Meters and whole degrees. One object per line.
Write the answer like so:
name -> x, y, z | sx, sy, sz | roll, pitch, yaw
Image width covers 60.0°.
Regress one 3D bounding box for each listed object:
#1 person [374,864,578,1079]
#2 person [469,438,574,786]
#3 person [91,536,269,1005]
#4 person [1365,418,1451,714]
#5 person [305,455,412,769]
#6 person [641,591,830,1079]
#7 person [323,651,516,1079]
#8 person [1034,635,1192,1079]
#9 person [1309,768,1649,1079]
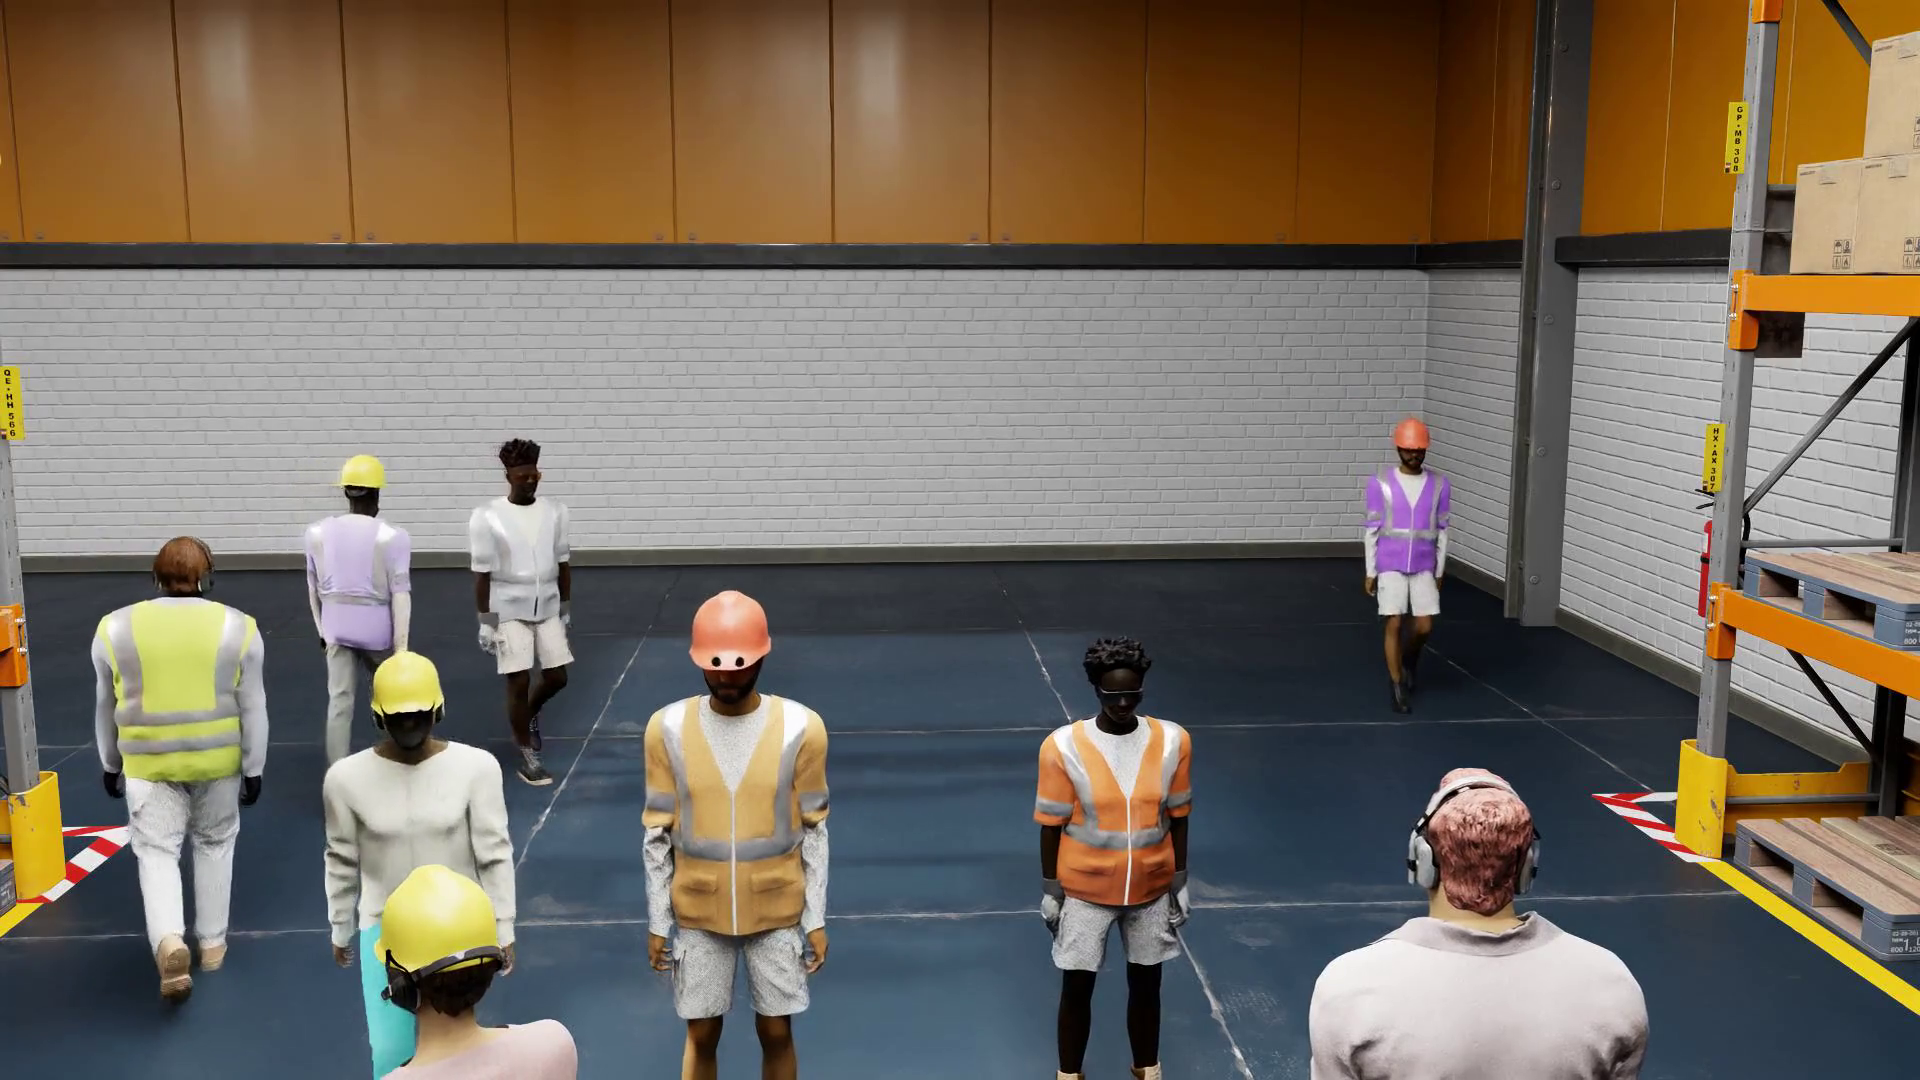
person -> -0.936, 1.467, 3.108 | 0.313, 1.768, 0.528 | 7, 12, 39
person -> -2.466, 0.383, 9.348 | 0.613, 1.944, 0.572 | -7, 12, -39
person -> -3.054, 0.896, 6.557 | 0.631, 1.815, 0.762 | -4, 10, -23
person -> 2.908, 0.153, 10.871 | 0.551, 1.922, 0.515 | 1, 9, 5
person -> -3.206, 0.480, 8.957 | 0.603, 1.872, 0.986 | 0, 9, 1
person -> -0.658, 1.096, 4.908 | 0.551, 1.932, 0.378 | 0, 9, -3
person -> -1.609, 1.184, 4.995 | 0.541, 1.726, 0.841 | -3, 10, -20
person -> 0.501, 1.134, 5.435 | 0.529, 1.691, 0.318 | -2, 9, -11
person -> 0.961, 1.377, 3.235 | 0.643, 1.909, 0.410 | -1, 9, -4
